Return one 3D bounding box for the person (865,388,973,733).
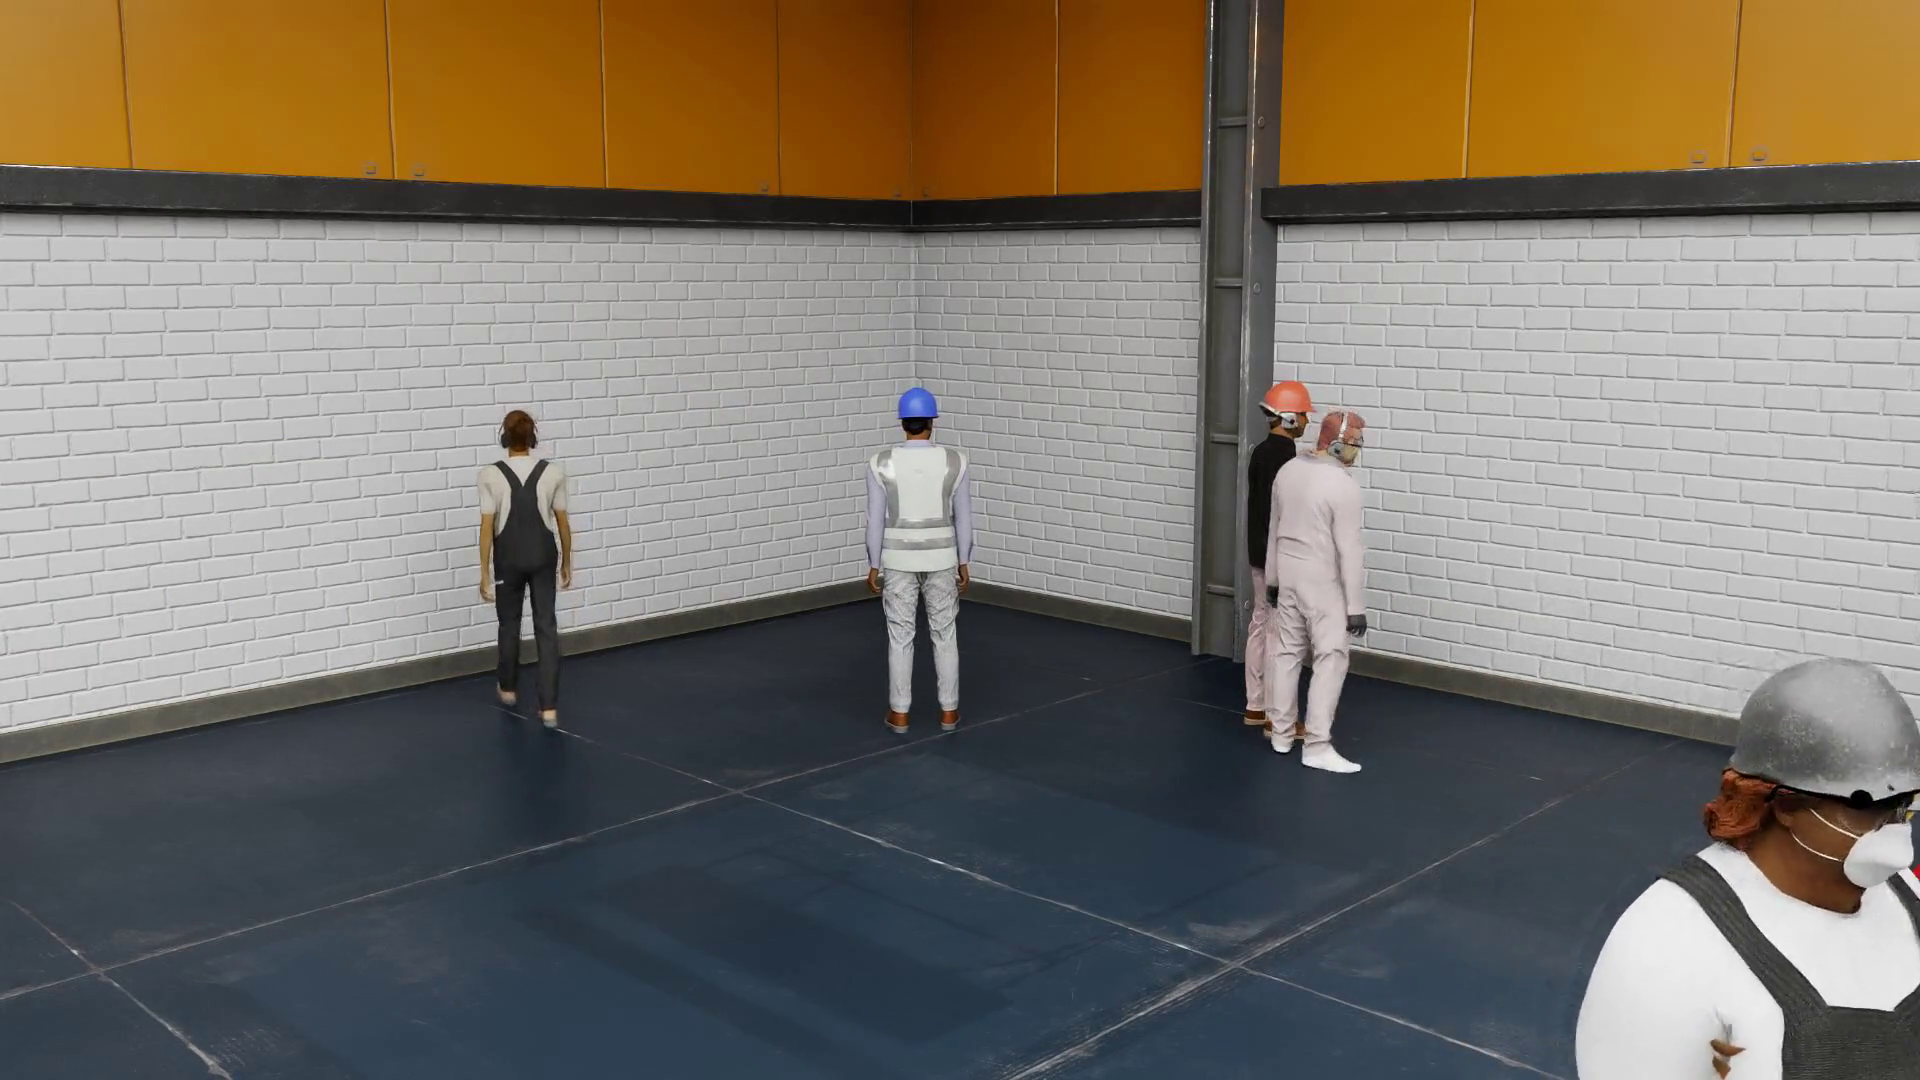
[{"bbox_3d":[-0.234,0.118,9.379,0.607,1.943,0.403,-1,9,-7],"label":"person"}]

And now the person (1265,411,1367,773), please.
[{"bbox_3d":[1.879,0.257,8.784,0.394,1.873,0.744,-5,10,-26],"label":"person"}]

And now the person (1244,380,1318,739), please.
[{"bbox_3d":[1.794,0.106,9.302,0.376,1.995,0.611,-2,9,-10],"label":"person"}]

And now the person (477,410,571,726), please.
[{"bbox_3d":[-2.544,0.138,9.714,0.538,1.799,0.880,-4,10,-21],"label":"person"}]
